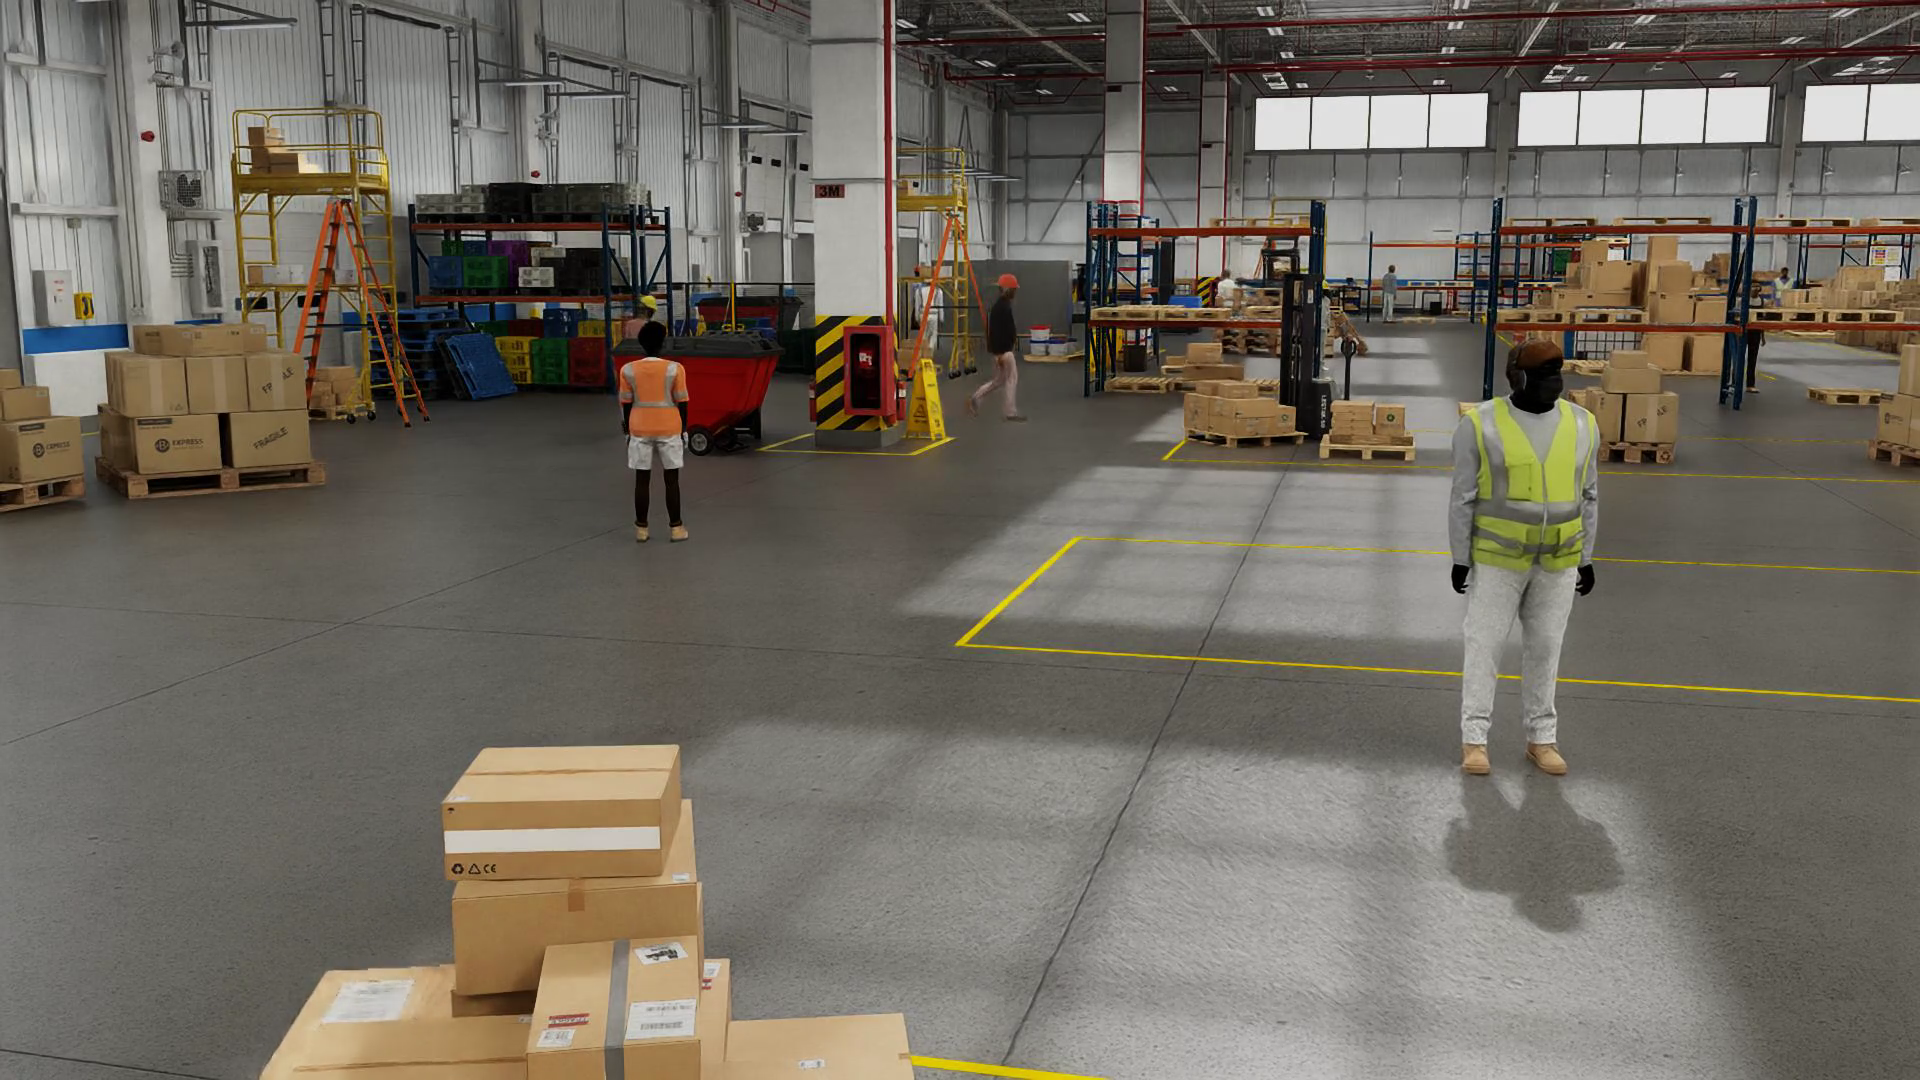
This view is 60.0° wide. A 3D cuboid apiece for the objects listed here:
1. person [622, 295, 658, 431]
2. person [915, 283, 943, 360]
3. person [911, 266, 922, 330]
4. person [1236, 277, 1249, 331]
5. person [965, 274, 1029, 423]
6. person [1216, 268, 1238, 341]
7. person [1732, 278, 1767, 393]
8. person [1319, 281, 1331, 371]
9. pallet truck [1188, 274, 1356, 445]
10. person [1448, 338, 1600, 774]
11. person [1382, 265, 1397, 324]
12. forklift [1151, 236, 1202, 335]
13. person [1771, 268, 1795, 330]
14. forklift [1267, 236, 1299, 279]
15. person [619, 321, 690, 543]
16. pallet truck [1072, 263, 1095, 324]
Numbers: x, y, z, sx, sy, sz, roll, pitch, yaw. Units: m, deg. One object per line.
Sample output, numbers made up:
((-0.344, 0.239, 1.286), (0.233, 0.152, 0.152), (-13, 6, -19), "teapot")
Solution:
((-3.987, -2.202, 20.788), (0.546, 1.711, 0.867), (3, 10, 16), "person")
((-0.637, -4.619, 34.556), (0.584, 1.870, 0.416), (1, 10, 5), "person")
((-1.282, -7.332, 50.389), (0.387, 1.928, 0.551), (3, 10, 19), "person")
((8.491, -7.044, 49.605), (0.567, 1.616, 0.525), (-6, 11, -32), "person")
((0.505, -2.515, 21.884), (0.736, 1.964, 0.624), (-1, 10, -6), "person")
((6.685, -5.811, 41.472), (0.775, 1.910, 0.631), (8, 13, 41), "person")
((12.699, -3.277, 26.742), (0.505, 1.847, 0.344), (0, 10, 0), "person")
((6.919, -4.098, 31.912), (0.483, 1.737, 0.319), (-5, 11, -26), "person")
((3.653, -2.138, 19.590), (1.885, 1.965, 0.823), (-4, 10, -20), "pallet truck")
((2.376, 0.075, 7.008), (0.633, 1.845, 0.429), (0, 10, 0), "person")
((14.144, -8.075, 54.719), (0.379, 1.940, 0.629), (-4, 10, -22), "person")
((5.866, -7.214, 46.878), (1.873, 2.768, 1.129), (2, 10, 14), "forklift")
((24.396, -7.124, 49.326), (0.612, 1.861, 0.999), (4, 10, 23), "person")
((9.683, -7.749, 50.031), (1.129, 2.768, 1.873), (3, 10, 16), "forklift")
((-2.317, -0.815, 12.683), (0.535, 1.697, 0.318), (0, 10, 1), "person")
((4.325, -8.180, 55.162), (0.823, 1.965, 1.885), (6, 11, 31), "pallet truck")
